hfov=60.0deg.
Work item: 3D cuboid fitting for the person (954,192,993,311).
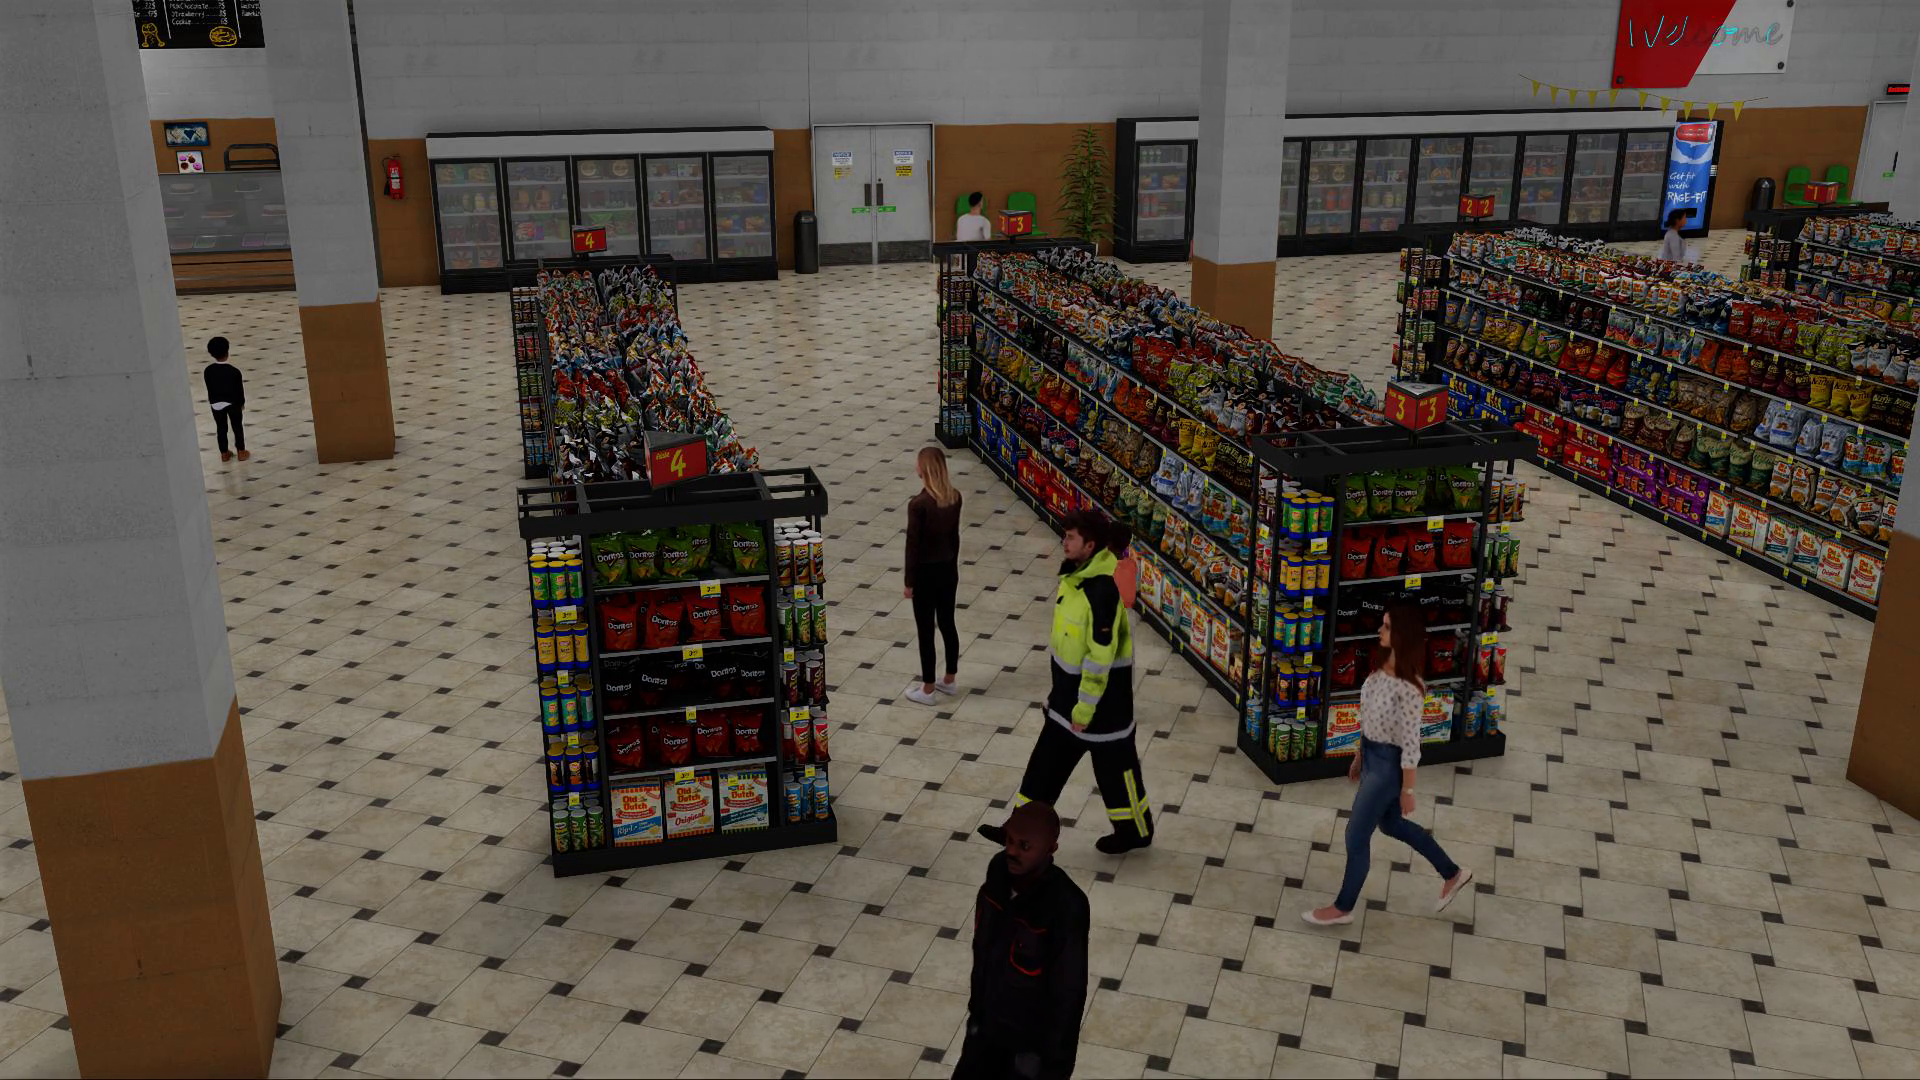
[{"bbox_3d":[0.133,-3.698,22.231,1.123,1.794,1.127,13,23,35],"label":"person"}]

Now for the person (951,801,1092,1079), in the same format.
[{"bbox_3d":[0.298,1.732,6.091,0.886,1.818,0.765,-16,25,-40],"label":"person"}]

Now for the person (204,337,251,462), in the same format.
[{"bbox_3d":[-7.174,-1.376,16.240,0.518,1.222,0.504,-3,19,-8],"label":"person"}]

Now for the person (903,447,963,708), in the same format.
[{"bbox_3d":[-0.162,0.230,10.727,0.678,1.702,0.669,16,25,40],"label":"person"}]

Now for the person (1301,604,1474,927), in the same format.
[{"bbox_3d":[2.159,1.114,8.103,0.808,1.703,1.081,0,19,-1],"label":"person"}]

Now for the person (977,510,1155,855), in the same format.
[{"bbox_3d":[0.772,0.795,8.693,0.877,1.930,1.124,-6,19,-17],"label":"person"}]

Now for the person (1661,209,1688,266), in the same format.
[{"bbox_3d":[9.015,-3.362,21.379,1.139,1.702,1.167,7,20,21],"label":"person"}]
